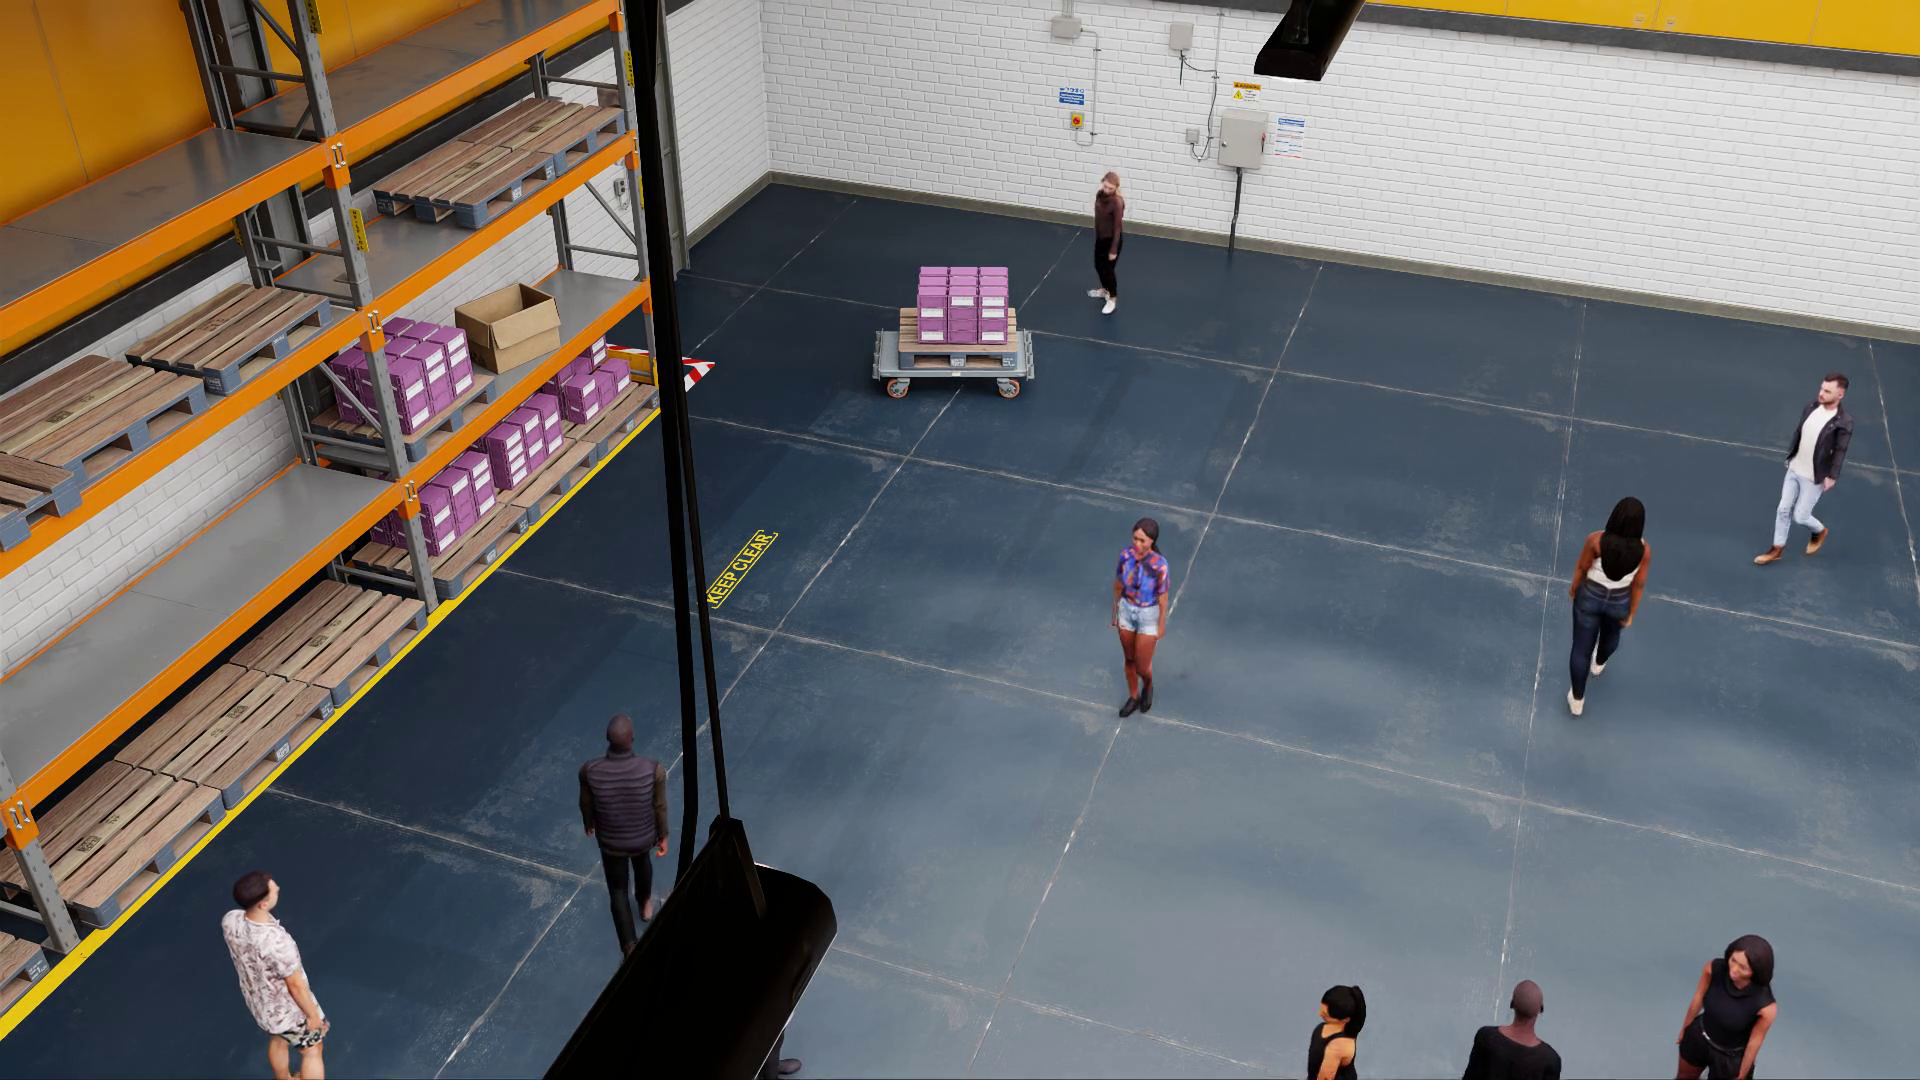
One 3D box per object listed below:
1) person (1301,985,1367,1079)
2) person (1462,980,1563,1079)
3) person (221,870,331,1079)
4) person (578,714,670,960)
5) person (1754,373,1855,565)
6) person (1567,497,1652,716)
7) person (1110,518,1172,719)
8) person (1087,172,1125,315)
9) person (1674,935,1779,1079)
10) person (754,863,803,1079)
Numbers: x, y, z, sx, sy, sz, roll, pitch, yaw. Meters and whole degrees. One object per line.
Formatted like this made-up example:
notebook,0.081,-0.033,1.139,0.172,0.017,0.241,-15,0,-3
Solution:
person,2.065,2.982,8.895,0.719,1.641,0.995,8,34,11
person,2.813,3.069,8.695,0.661,1.718,0.948,15,36,21
person,-3.843,2.573,9.360,0.715,1.808,0.625,17,37,24
person,-2.075,1.915,10.357,1.101,1.799,1.287,-9,35,-13
person,7.261,-0.589,14.107,1.004,1.819,0.958,-12,35,-17
person,4.815,0.535,12.456,0.677,1.774,1.047,8,35,13
person,1.390,0.557,12.459,0.667,1.734,0.681,21,39,28
person,1.653,-3.301,18.320,0.895,1.671,0.860,-9,35,-14
person,4.149,2.797,9.088,0.706,1.735,0.673,-20,38,-27
person,-1.095,2.517,9.447,0.799,1.804,0.708,-7,34,-10
